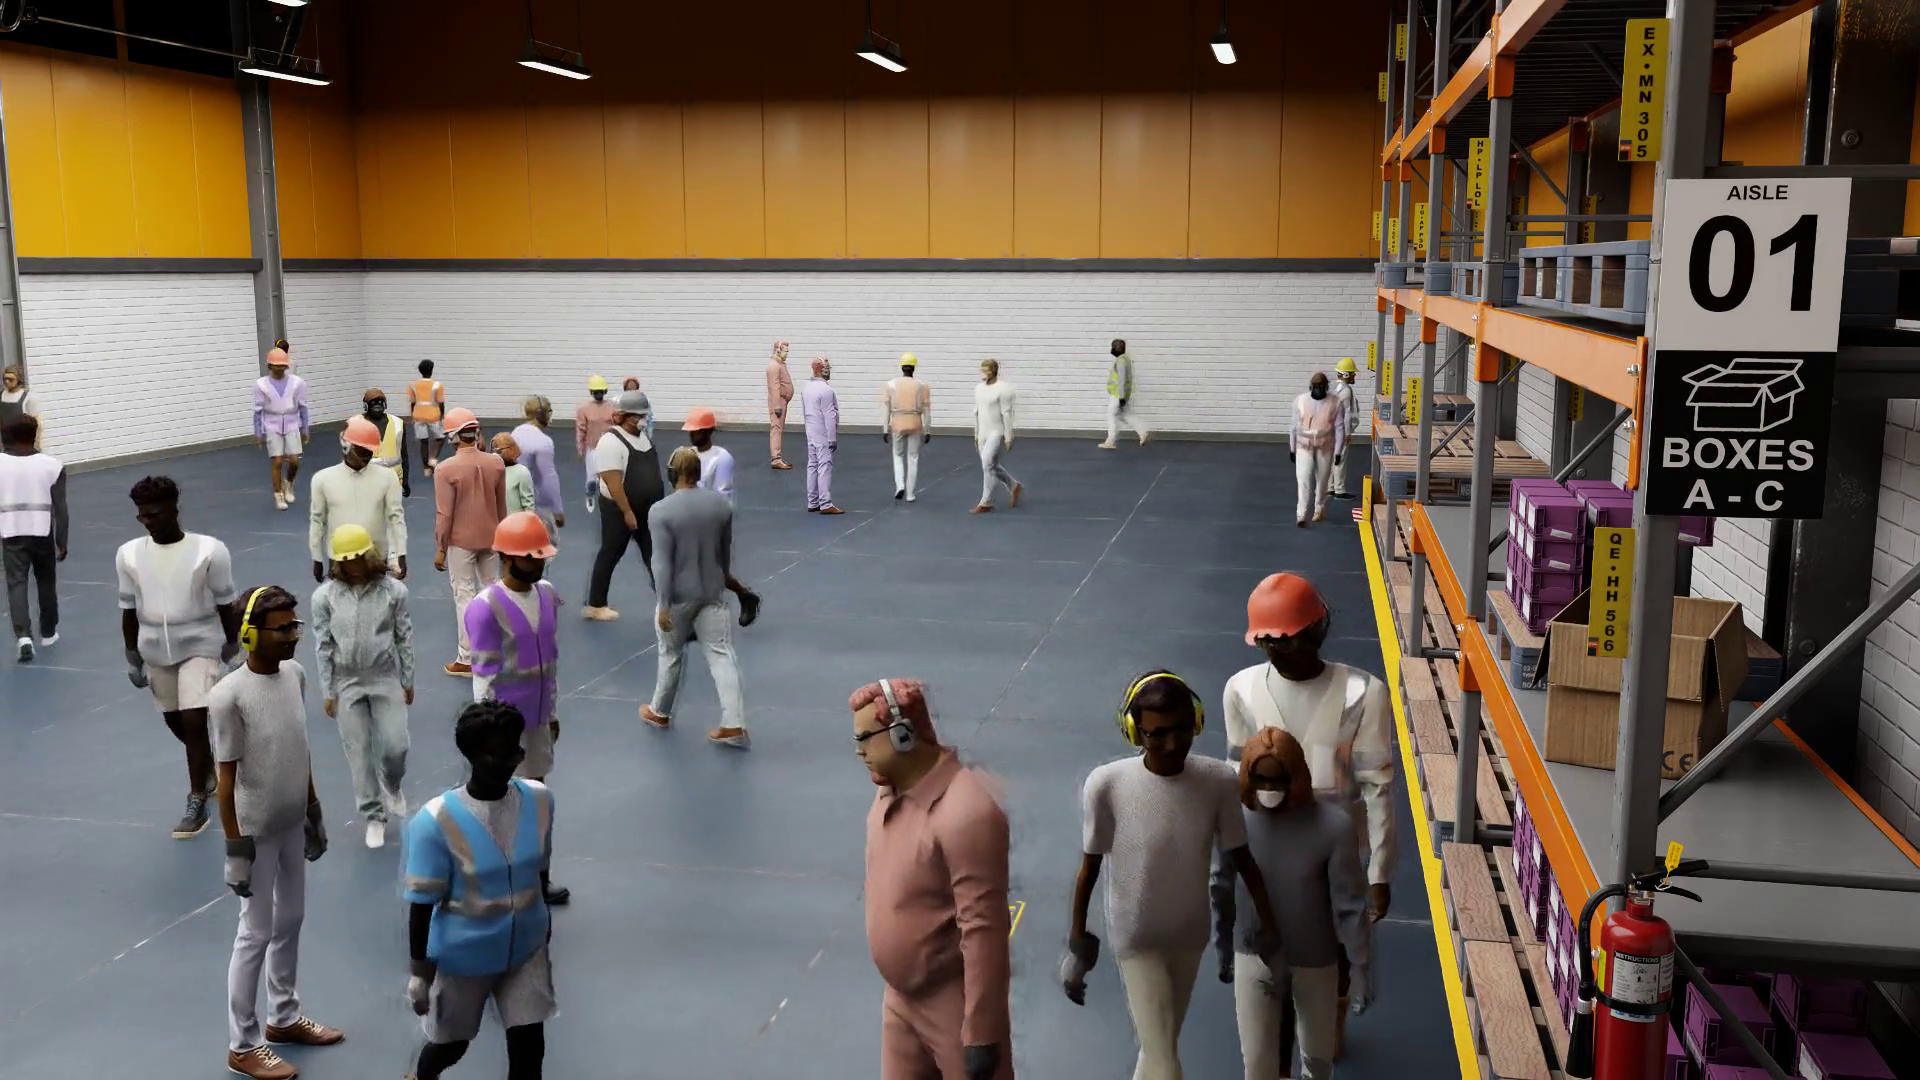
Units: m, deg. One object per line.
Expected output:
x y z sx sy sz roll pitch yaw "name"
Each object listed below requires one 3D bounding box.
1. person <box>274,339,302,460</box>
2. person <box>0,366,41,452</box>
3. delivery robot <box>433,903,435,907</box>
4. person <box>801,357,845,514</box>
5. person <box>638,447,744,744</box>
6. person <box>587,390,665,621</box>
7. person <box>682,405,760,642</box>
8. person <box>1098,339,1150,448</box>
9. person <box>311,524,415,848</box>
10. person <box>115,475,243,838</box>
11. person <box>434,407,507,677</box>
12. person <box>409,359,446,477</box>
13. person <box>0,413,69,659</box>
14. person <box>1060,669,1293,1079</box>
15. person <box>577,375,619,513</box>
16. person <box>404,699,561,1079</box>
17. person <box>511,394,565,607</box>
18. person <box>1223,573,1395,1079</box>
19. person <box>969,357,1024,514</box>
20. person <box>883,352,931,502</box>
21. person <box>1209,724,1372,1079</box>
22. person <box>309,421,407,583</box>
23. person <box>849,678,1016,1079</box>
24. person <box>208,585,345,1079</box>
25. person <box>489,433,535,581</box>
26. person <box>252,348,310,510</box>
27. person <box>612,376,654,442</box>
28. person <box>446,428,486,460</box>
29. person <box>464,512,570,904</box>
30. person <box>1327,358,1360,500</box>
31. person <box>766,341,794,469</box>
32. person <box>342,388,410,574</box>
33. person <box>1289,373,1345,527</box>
-10.509 -2.183 25.878 0.315 1.870 0.532 3 10 17 "person"
-11.491 -1.233 20.337 0.514 1.815 0.867 1 9 3 "person"
-2.193 1.491 7.419 0.477 0.478 0.707 -7 12 -35 "delivery robot"
-1.663 -1.267 20.238 0.409 1.913 0.646 -6 11 -33 "person"
-1.708 0.346 10.599 0.651 1.887 1.021 -9 13 -42 "person"
-2.747 -0.303 14.037 1.011 2.000 0.693 5 11 27 "person"
-1.990 -0.147 13.480 0.548 1.917 0.636 9 13 42 "person"
2.714 -2.403 27.383 0.782 1.819 0.632 2 10 11 "person"
-3.104 0.748 8.696 0.491 1.720 0.458 -4 10 -22 "person"
-4.247 0.579 9.114 0.618 1.924 0.935 -1 9 -5 "person"
-3.616 0.015 12.288 0.388 1.987 0.608 7 12 36 "person"
-7.565 -1.723 23.646 0.537 1.688 0.389 0 9 3 "person"
-7.257 -0.041 12.943 0.595 1.884 0.938 -5 10 -26 "person"
0.696 1.285 5.151 0.676 1.807 0.959 -3 10 -16 "person"
-4.271 -1.092 19.691 0.533 1.751 0.627 -3 10 -20 "person"
-1.598 1.307 5.445 0.546 1.667 0.813 -9 13 -44 "person"
-3.609 -0.305 14.420 0.661 1.913 0.651 -7 12 -37 "person"
1.255 1.072 5.952 0.649 1.986 1.018 4 10 22 "person"
0.459 -1.289 20.407 0.865 1.915 0.637 -7 12 -37 "person"
-0.674 -1.440 21.271 0.620 1.908 0.422 0 9 0 "person"
1.084 1.343 5.457 0.557 1.597 0.769 3 10 19 "person"
-4.255 0.122 11.811 0.626 1.923 1.004 -5 11 -29 "person"
0.033 1.312 4.878 0.791 1.862 0.703 -5 11 -28 "person"
-2.581 1.085 6.220 0.332 1.863 0.511 2 10 13 "person"
-3.794 -0.091 13.989 0.507 1.631 0.271 5 11 29 "person"
-8.360 -1.367 20.525 0.675 2.015 0.535 -6 11 -31 "person"
-4.155 -1.268 21.081 0.553 1.621 0.382 -2 10 -13 "person"
-4.272 -0.199 14.634 0.508 1.632 0.271 -4 10 -24 "person"
-2.011 0.818 7.677 0.449 1.920 0.549 5 11 26 "person"
4.943 -1.433 21.471 0.404 1.834 0.591 0 9 -3 "person"
-2.670 -2.007 24.731 0.406 1.903 0.638 0 9 -2 "person"
-5.637 -0.552 16.138 0.622 1.844 0.429 -7 12 -37 "person"
4.138 -1.047 19.312 0.636 1.780 0.987 3 10 16 "person"
